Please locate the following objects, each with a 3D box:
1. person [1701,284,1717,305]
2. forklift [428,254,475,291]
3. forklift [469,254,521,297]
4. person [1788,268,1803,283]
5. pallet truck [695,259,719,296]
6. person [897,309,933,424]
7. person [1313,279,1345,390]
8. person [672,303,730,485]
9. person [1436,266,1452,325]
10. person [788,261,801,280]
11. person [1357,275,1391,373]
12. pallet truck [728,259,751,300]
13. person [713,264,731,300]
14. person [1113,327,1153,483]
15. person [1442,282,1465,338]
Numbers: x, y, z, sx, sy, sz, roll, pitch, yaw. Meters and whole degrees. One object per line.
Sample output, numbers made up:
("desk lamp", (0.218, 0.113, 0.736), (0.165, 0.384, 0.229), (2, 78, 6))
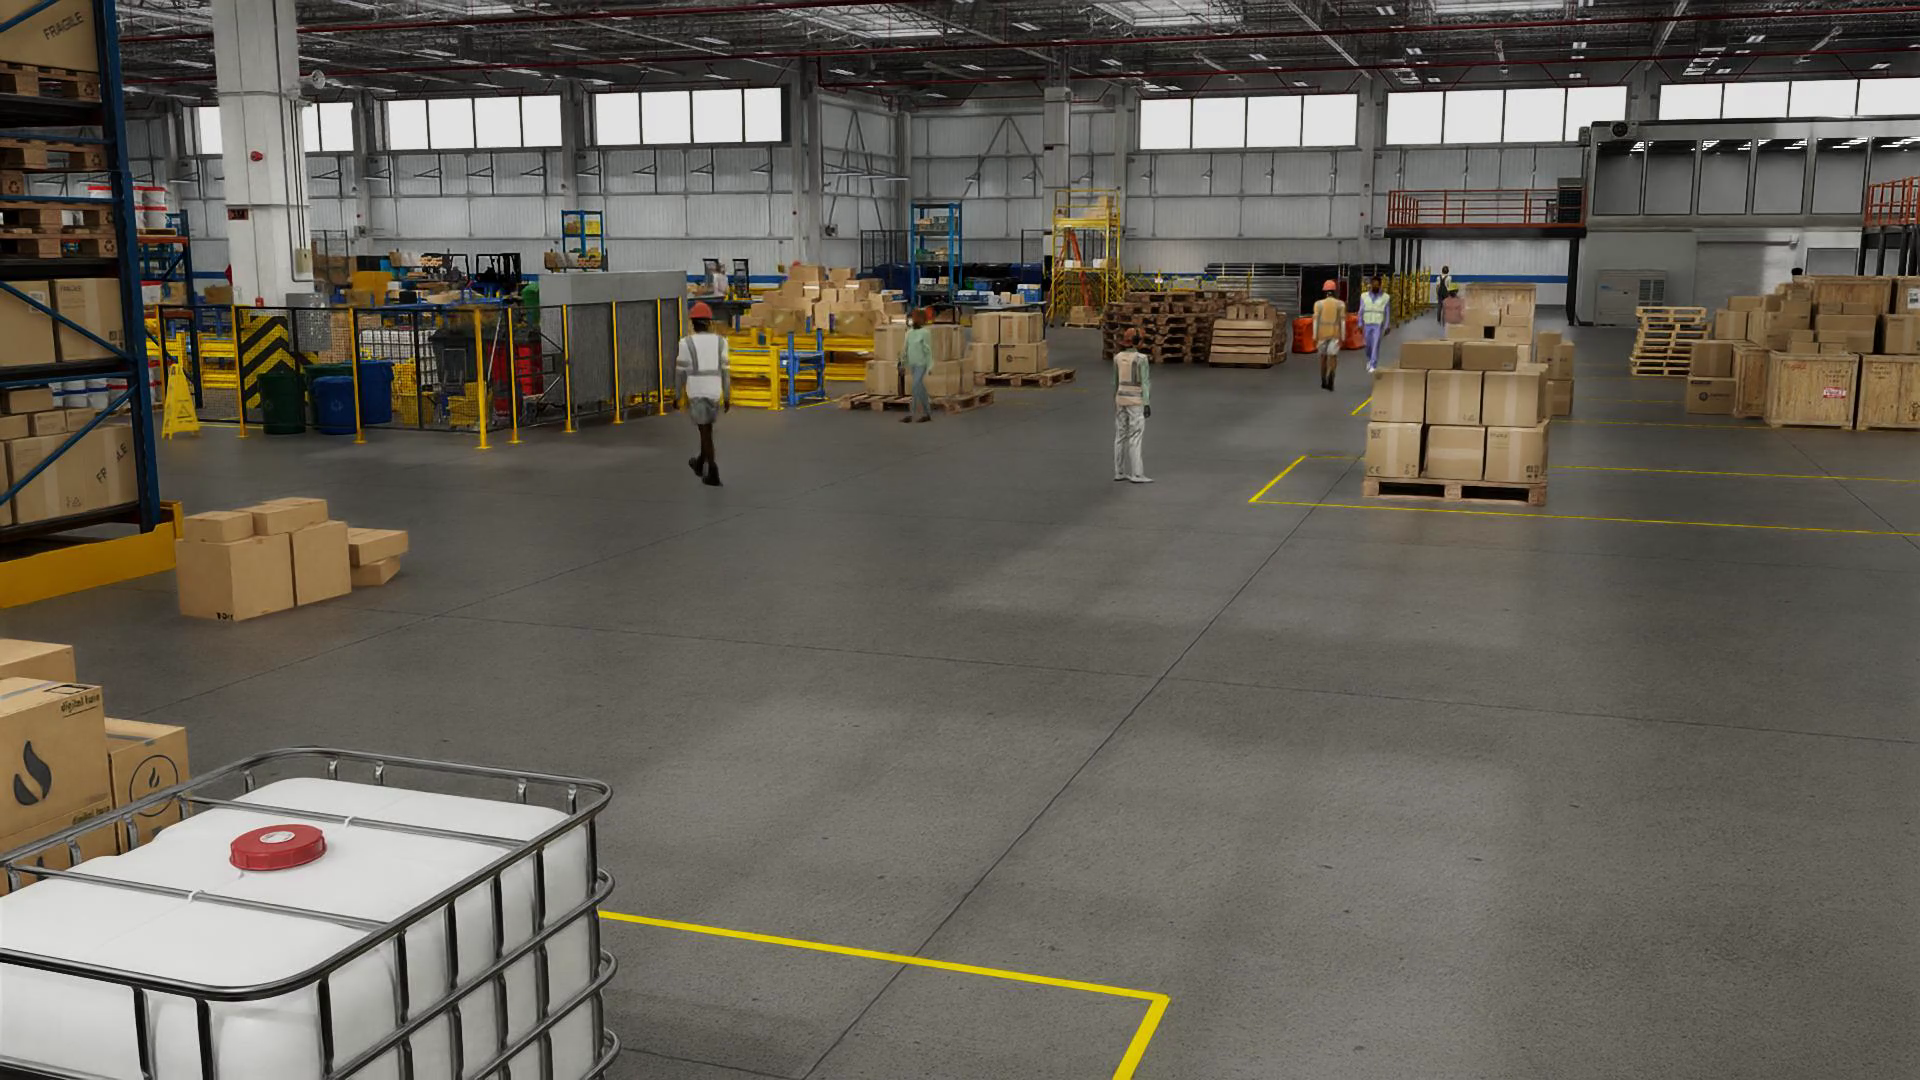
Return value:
("person", (23.493, -7.698, 52.161), (0.637, 1.902, 0.406), (0, 10, -2))
("forklift", (-20.133, -10.254, 65.465), (1.157, 1.987, 2.680), (3, 11, 19))
("forklift", (-17.990, -10.121, 64.684), (1.157, 1.987, 2.680), (3, 11, 17))
("person", (20.035, -5.566, 39.995), (0.368, 1.966, 0.602), (0, 10, -3))
("pallet truck", (-9.165, -9.627, 62.776), (0.823, 1.965, 1.885), (4, 11, 23))
("person", (-0.681, -2.416, 23.264), (0.773, 1.596, 0.518), (-8, 13, -39))
("person", (6.373, -3.544, 28.750), (0.558, 1.913, 0.782), (2, 10, 12))
("person", (-2.744, -1.550, 17.571), (0.562, 1.884, 0.989), (-6, 12, -30))
("person", (15.211, -7.682, 52.247), (0.507, 1.847, 0.344), (8, 13, 39))
("person", (-5.201, -7.787, 52.424), (0.620, 2.006, 1.000), (-9, 13, -40))
("person", (8.123, -4.233, 32.652), (0.620, 1.907, 0.491), (5, 11, 25))
("pallet truck", (-7.986, -9.493, 62.019), (0.823, 1.965, 1.885), (3, 11, 17))
("person", (-7.501, -7.800, 52.800), (0.598, 1.885, 0.676), (5, 11, 27))
("person", (1.809, -1.418, 17.553), (0.310, 1.640, 0.514), (-8, 13, -37))
("person", (10.369, -4.547, 34.940), (0.533, 1.725, 0.900), (8, 13, 38))
